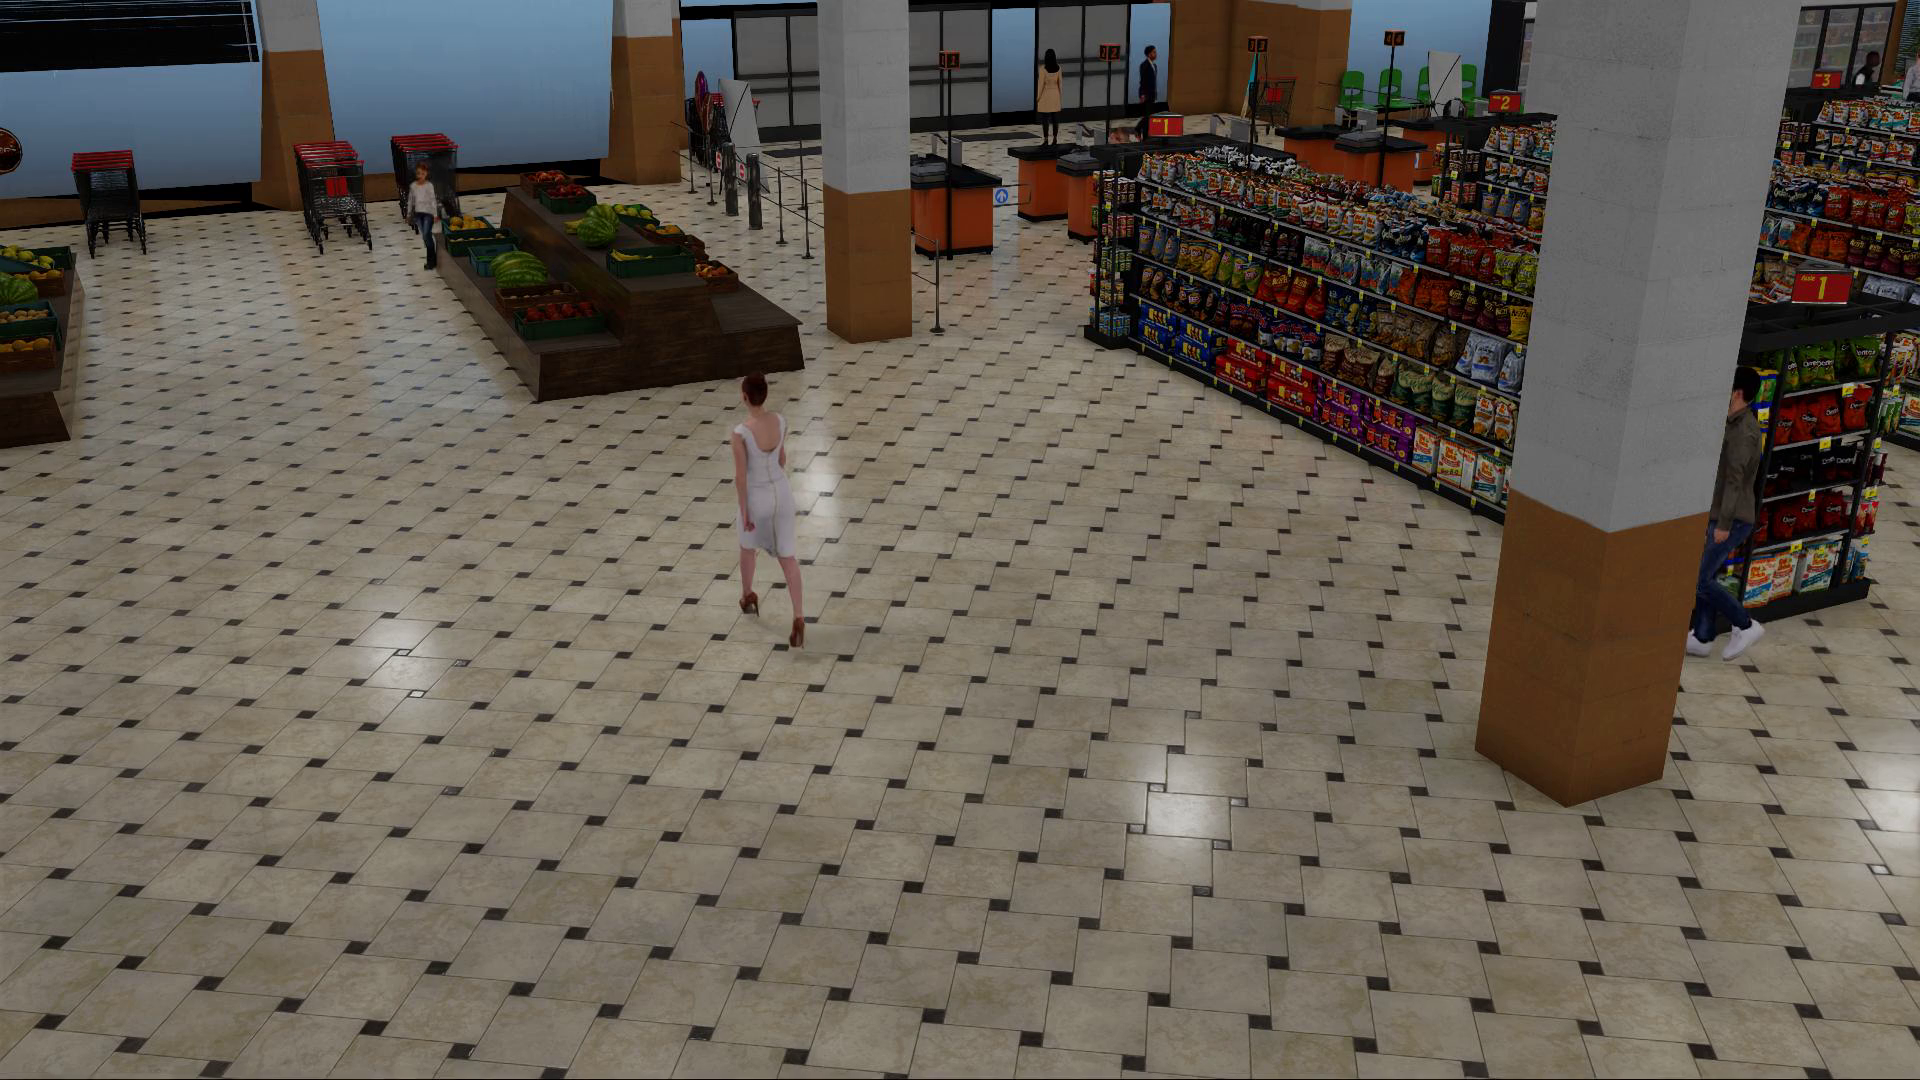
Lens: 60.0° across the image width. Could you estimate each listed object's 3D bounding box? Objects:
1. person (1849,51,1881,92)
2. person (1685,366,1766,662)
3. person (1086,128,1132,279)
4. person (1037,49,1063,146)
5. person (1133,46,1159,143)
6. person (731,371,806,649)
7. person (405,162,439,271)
[{"bbox_3d":[14.876,-7.238,27.828,1.039,1.807,0.932,15,26,32],"label":"person"},{"bbox_3d":[4.719,-0.121,10.061,0.998,1.846,0.939,7,23,16],"label":"person"},{"bbox_3d":[2.015,-3.956,19.698,0.871,1.777,0.894,-1,22,-3],"label":"person"},{"bbox_3d":[1.587,-7.846,29.510,0.645,1.681,0.501,-10,24,-23],"label":"person"},{"bbox_3d":[3.280,-7.940,29.689,0.857,1.721,0.810,13,25,30],"label":"person"},{"bbox_3d":[-1.144,-0.152,10.281,0.635,1.741,1.130,-13,25,-29],"label":"person"},{"bbox_3d":[-6.521,-3.994,20.428,0.631,1.304,0.691,10,24,23],"label":"person"}]
